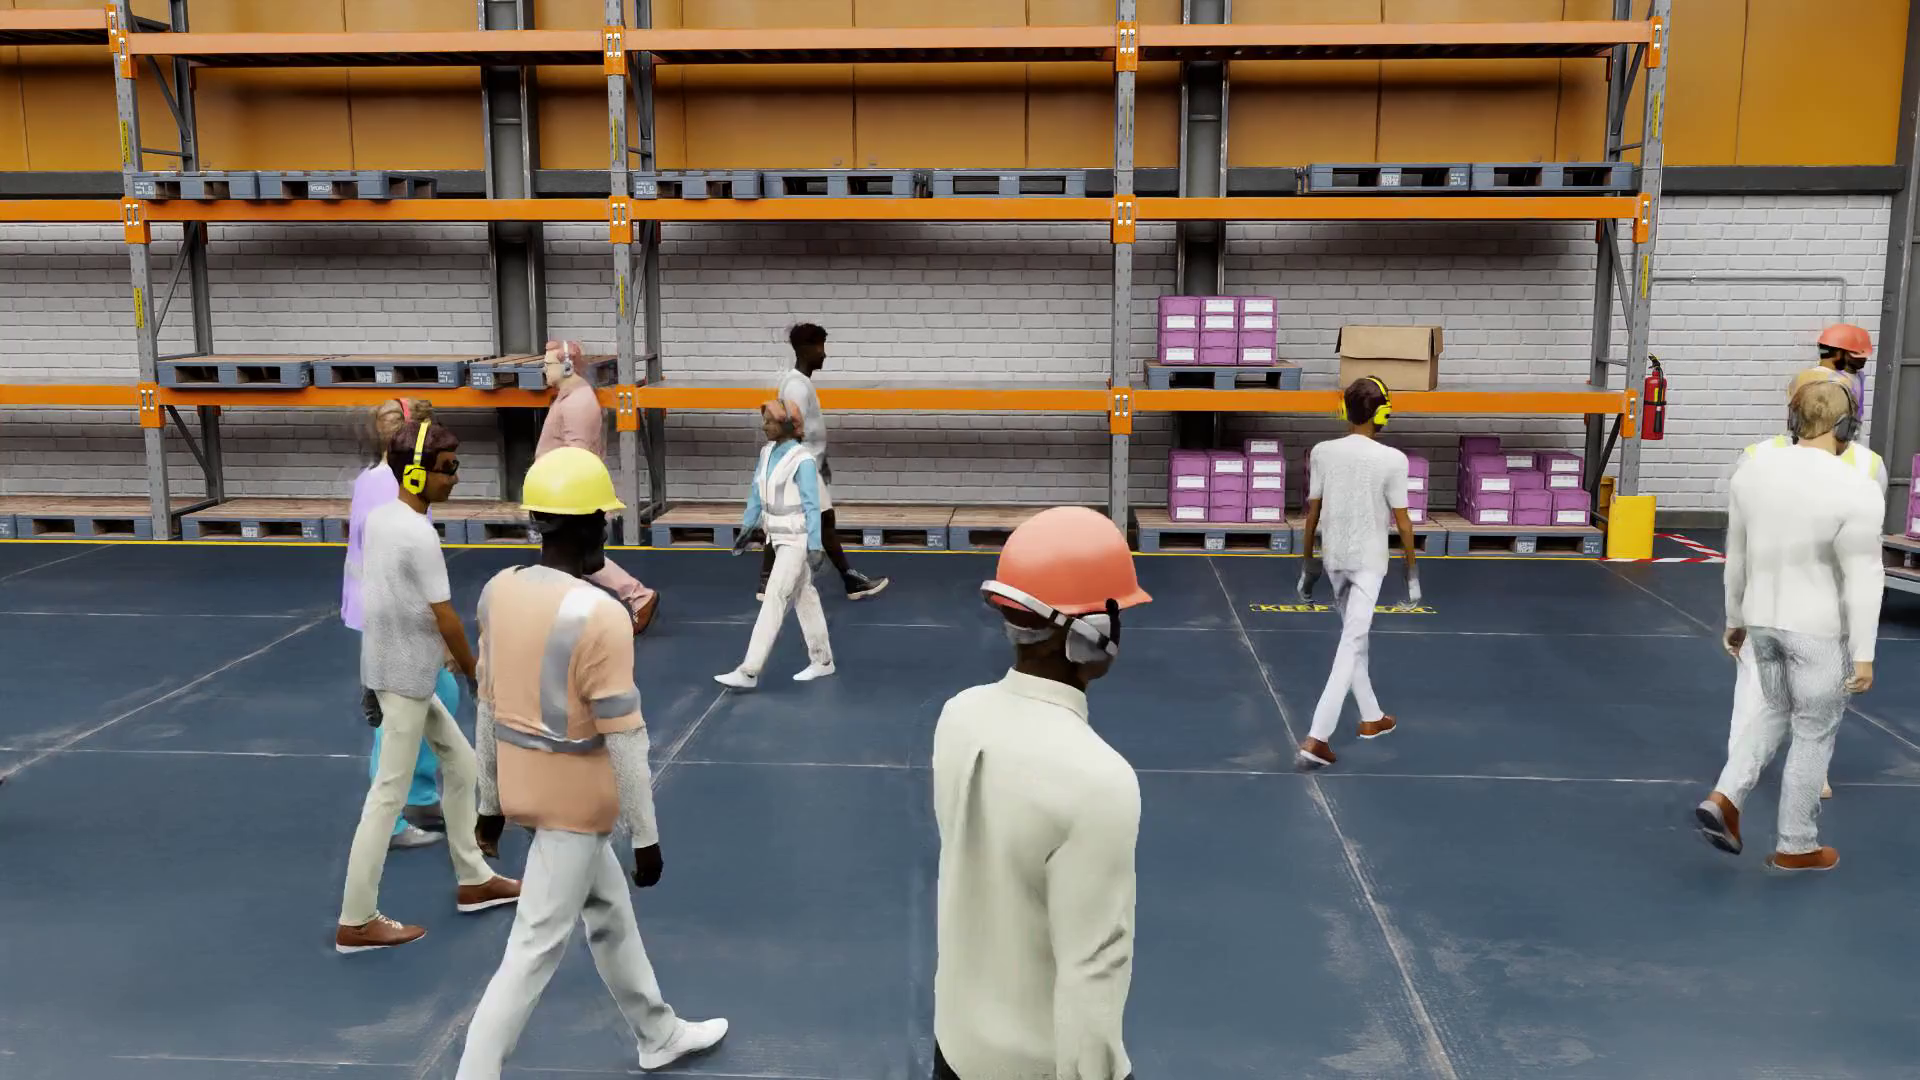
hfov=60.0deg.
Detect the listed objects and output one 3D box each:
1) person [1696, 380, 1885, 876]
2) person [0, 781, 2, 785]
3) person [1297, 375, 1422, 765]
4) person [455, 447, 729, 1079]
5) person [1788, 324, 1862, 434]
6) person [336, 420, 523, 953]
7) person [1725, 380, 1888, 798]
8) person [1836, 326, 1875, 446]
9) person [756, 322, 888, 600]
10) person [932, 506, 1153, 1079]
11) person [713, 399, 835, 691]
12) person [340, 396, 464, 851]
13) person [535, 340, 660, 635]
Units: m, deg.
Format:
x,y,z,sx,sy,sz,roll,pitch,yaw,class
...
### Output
x,y,z,sx,sy,sz,roll,pitch,yaw,class
3.174,0.351,6.336,0.511,1.918,0.658,-4,11,-23,person
-4.256,0.312,6.653,0.418,1.887,0.669,-2,10,-10,person
1.886,0.137,7.898,0.540,1.830,0.970,9,13,42,person
-1.066,0.685,4.509,1.014,1.879,0.603,-9,13,-44,person
6.067,-0.565,11.726,0.665,1.902,0.565,-3,10,-18,person
-1.804,0.496,5.764,0.878,1.822,0.520,-6,11,-31,person
3.711,0.218,7.346,0.624,1.845,0.430,4,10,21,person
6.537,-0.668,12.483,0.588,1.883,0.818,-9,13,-41,person
-0.975,-0.526,11.446,0.968,1.914,0.638,-1,10,-9,person
0.094,0.901,3.052,1.028,1.950,0.636,-6,11,-30,person
-1.036,0.032,9.134,0.829,1.601,0.515,-5,11,-28,person
-2.164,0.343,6.655,0.589,1.825,0.576,-5,11,-27,person
-2.321,-0.294,10.242,0.817,1.881,0.651,-3,10,-18,person
